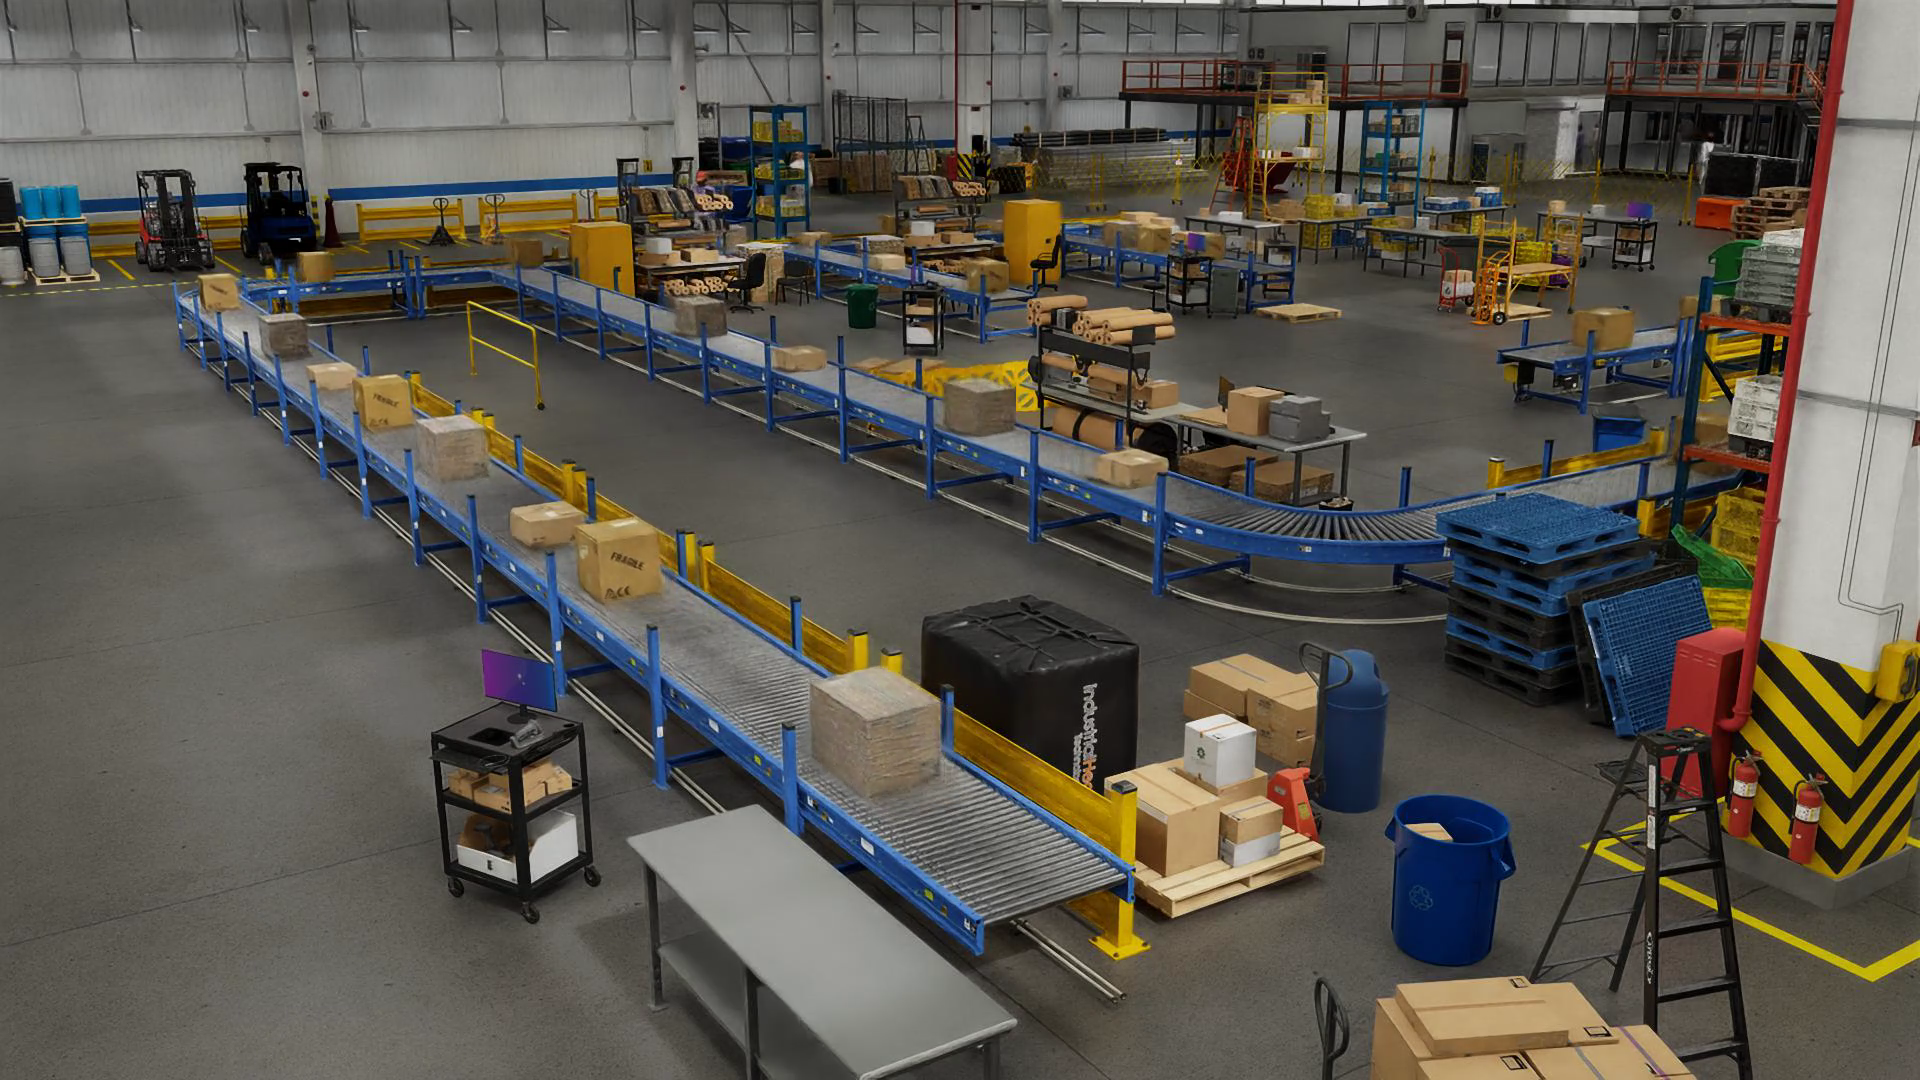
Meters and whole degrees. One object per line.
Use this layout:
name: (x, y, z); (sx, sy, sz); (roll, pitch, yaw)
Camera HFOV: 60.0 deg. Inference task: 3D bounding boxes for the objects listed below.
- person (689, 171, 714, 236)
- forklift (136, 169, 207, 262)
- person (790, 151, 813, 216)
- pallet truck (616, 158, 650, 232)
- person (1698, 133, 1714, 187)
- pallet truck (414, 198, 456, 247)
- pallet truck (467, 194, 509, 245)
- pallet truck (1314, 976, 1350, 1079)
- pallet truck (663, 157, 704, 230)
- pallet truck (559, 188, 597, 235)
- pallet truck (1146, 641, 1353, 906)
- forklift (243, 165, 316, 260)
person: (-6.097, -7.664, 39.206); (0.632, 2.003, 0.863); (3, 17, 10)
forklift: (-17.842, -7.318, 37.559); (1.157, 1.987, 2.680); (-10, 20, -31)
person: (-4.594, -10.348, 48.361); (0.659, 1.871, 0.790); (-1, 17, -3)
pallet truck: (-8.918, -9.176, 44.255); (0.823, 1.965, 1.885); (-9, 19, -27)
person: (26.112, -13.286, 58.159); (0.582, 1.871, 0.418); (-9, 19, -27)
pallet truck: (-13.250, -8.060, 41.856); (0.680, 1.201, 1.601); (-10, 20, -31)
pallet truck: (-11.983, -8.177, 42.137); (0.704, 1.261, 1.522); (-11, 20, -33)
pallet truck: (2.299, 2.390, 7.086); (1.601, 1.201, 0.680); (-2, 17, -7)
pallet truck: (-7.586, -9.308, 44.692); (0.823, 1.965, 1.885); (-11, 20, -33)
pallet truck: (-10.010, -8.652, 43.699); (0.653, 1.274, 1.630); (-10, 20, -31)
pallet truck: (1.664, 1.407, 10.232); (1.630, 1.274, 0.653); (-10, 20, -31)
forklift: (-15.898, -7.669, 38.708); (1.157, 1.987, 2.680); (-11, 20, -33)
